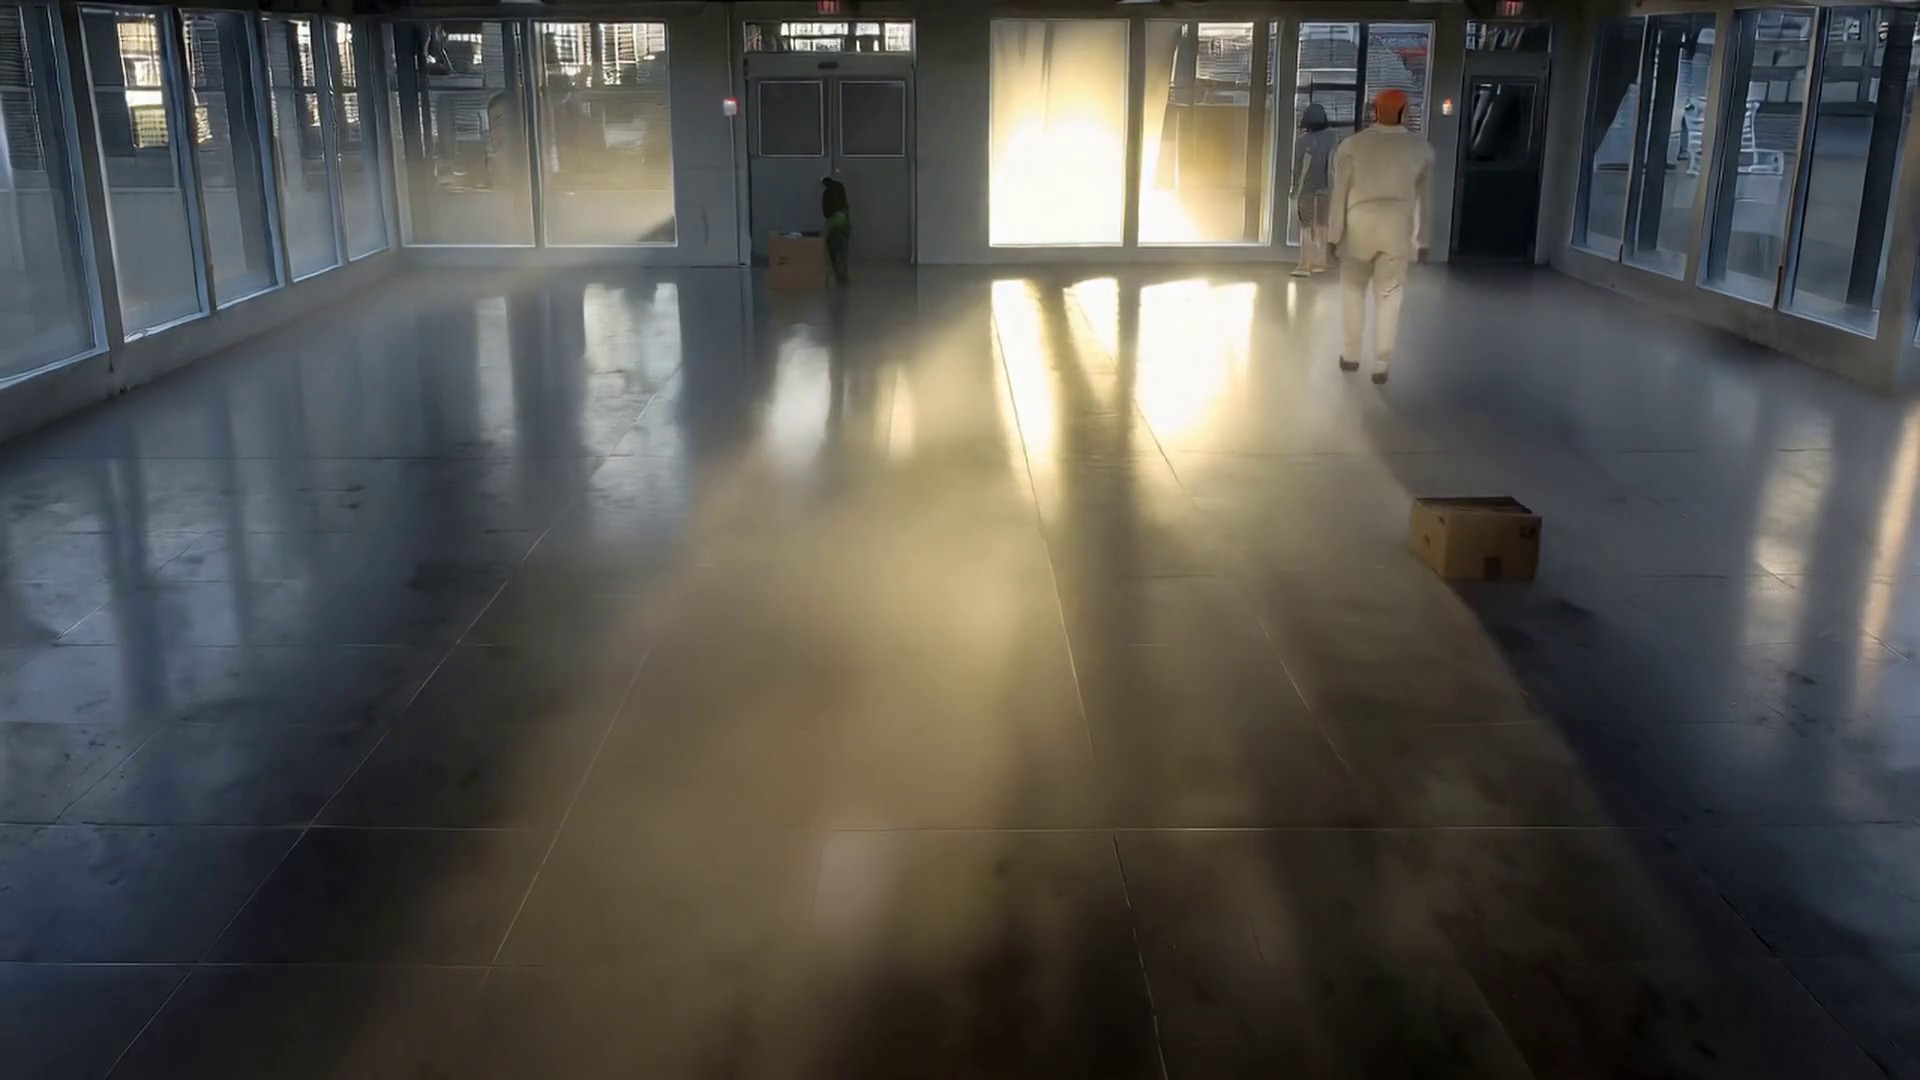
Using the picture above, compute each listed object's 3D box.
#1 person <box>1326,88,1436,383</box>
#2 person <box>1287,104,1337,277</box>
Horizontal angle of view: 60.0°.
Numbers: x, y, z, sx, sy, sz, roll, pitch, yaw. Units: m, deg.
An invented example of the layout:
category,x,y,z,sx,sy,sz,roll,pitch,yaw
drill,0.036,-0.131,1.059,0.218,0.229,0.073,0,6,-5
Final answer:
category,x,y,z,sx,sy,sz,roll,pitch,yaw
person,2.769,-2.011,10.988,0.685,1.878,0.773,3,17,10
person,3.371,-3.343,15.952,0.499,1.634,0.279,-9,19,-28
